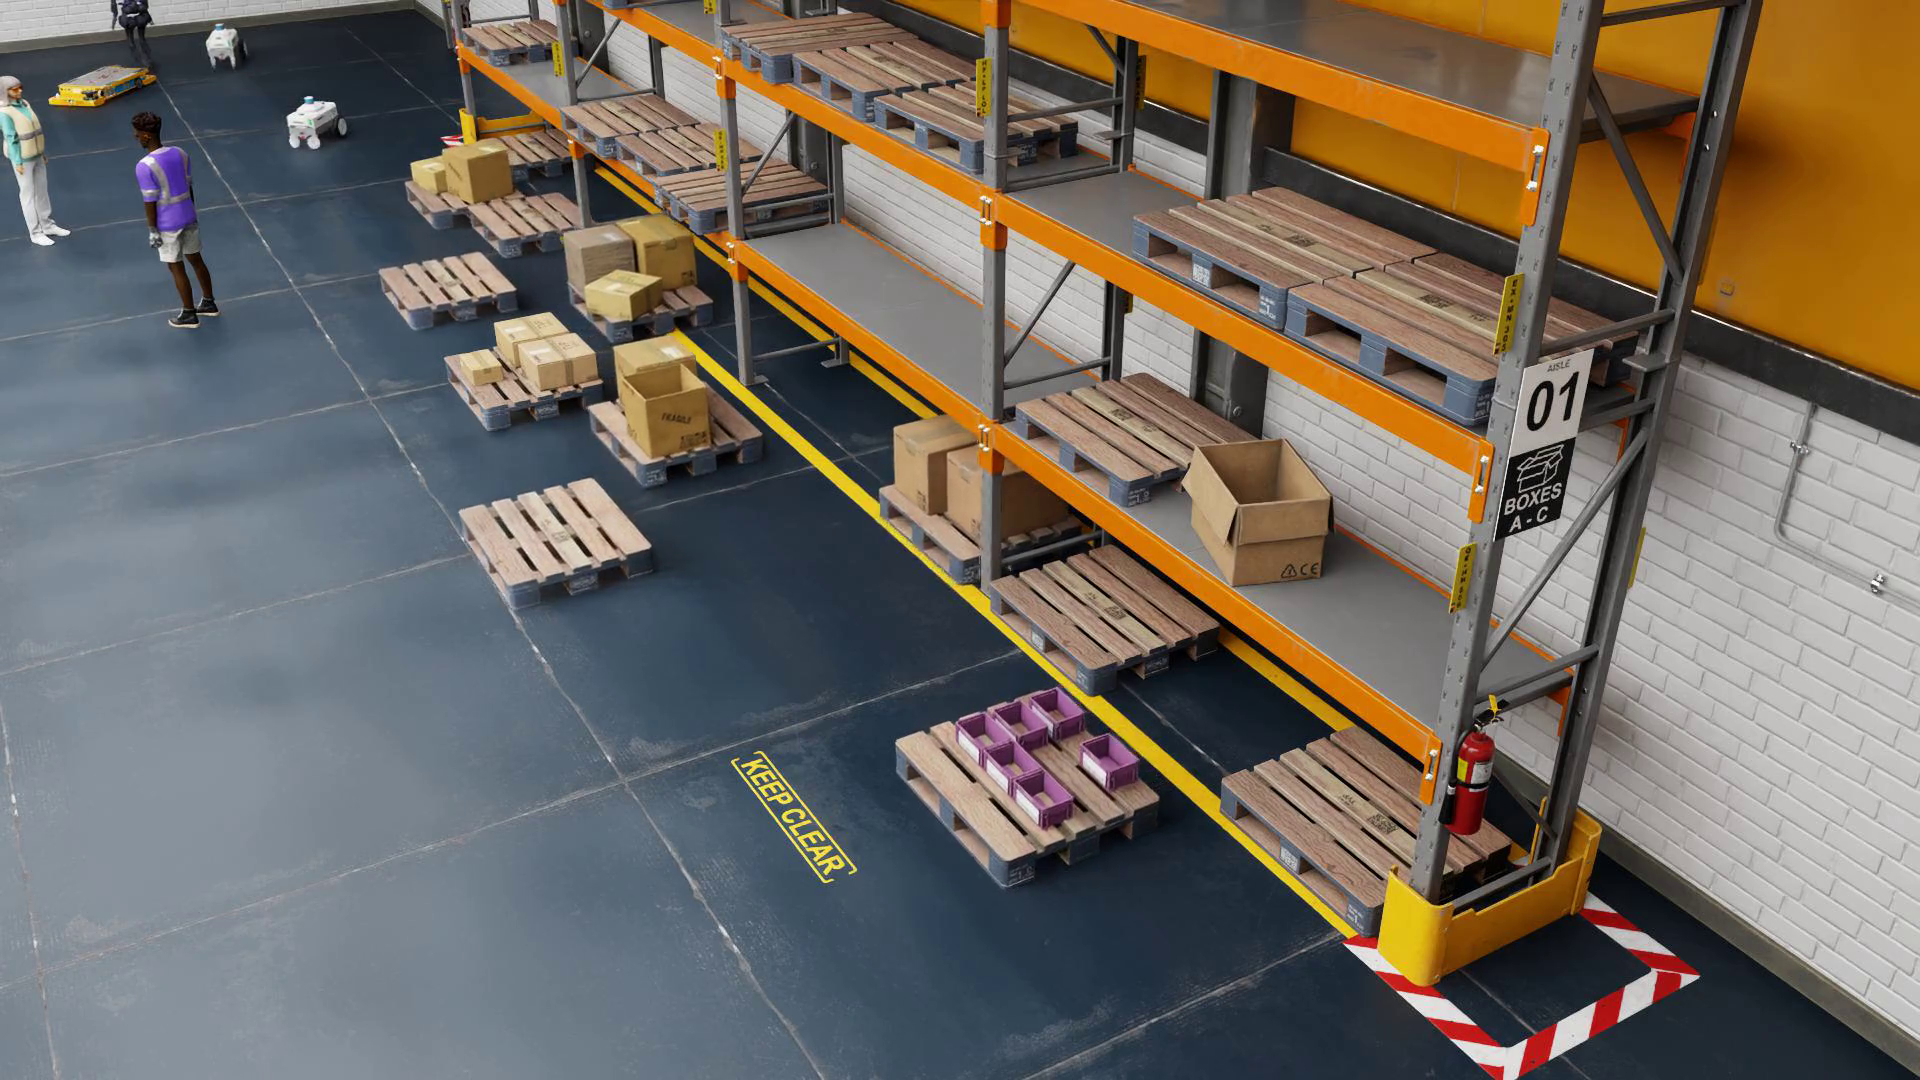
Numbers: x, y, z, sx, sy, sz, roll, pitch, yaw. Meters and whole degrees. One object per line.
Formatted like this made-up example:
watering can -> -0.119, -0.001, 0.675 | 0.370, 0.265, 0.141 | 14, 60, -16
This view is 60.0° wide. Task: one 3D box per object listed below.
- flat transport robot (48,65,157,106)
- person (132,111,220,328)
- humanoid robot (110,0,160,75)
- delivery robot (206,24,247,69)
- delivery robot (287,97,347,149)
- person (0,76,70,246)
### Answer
flat transport robot -> -11.570, -6.129, 22.453 | 0.659, 0.231, 1.431 | 4, 30, 8
person -> -7.111, -2.890, 15.025 | 0.366, 1.959, 0.603 | 8, 30, 13
humanoid robot -> -11.547, -7.319, 23.125 | 0.359, 1.653, 0.615 | 15, 33, 25
delivery robot -> -10.578, -7.105, 23.900 | 0.499, 0.609, 0.807 | -7, 30, -12
delivery robot -> -7.936, -5.139, 20.428 | 0.522, 0.609, 0.780 | 4, 30, 7
person -> -9.560, -3.892, 17.040 | 0.364, 1.708, 0.473 | 2, 30, 3
